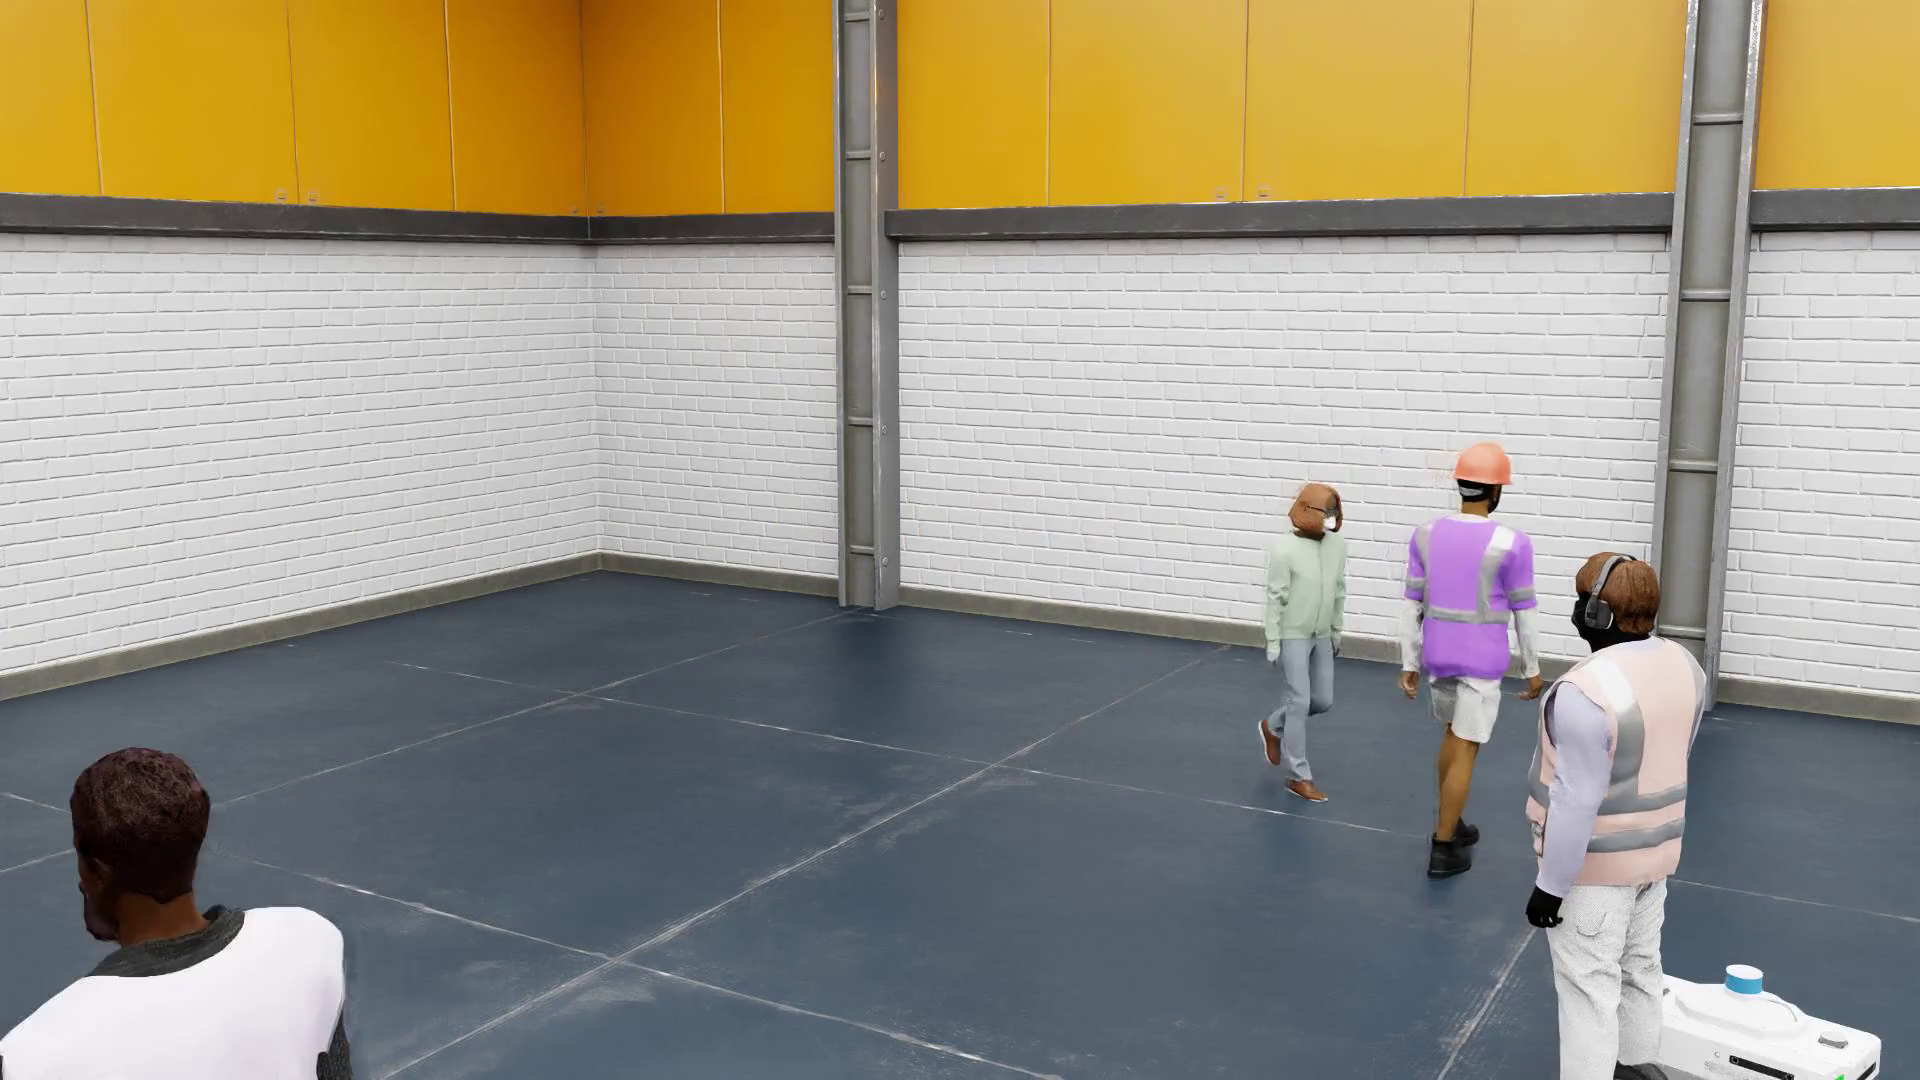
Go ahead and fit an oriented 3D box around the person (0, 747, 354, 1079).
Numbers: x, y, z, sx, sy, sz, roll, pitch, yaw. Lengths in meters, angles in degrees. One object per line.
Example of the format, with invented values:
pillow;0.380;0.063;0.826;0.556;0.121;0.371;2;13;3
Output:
person;-1.292;1.266;2.730;0.538;1.904;0.619;4;10;25

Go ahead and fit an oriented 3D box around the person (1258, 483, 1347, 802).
person;1.717;0.492;8.489;0.518;1.614;0.541;-6;11;-31

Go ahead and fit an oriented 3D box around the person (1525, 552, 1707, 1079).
person;1.893;0.948;4.925;0.621;1.845;0.429;-7;11;-37

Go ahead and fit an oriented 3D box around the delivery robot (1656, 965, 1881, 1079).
delivery robot;2.350;1.526;5.007;0.477;0.478;0.707;-8;13;-43

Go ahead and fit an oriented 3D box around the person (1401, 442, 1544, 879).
person;2.289;0.522;7.371;0.731;1.906;0.550;-8;12;-42
